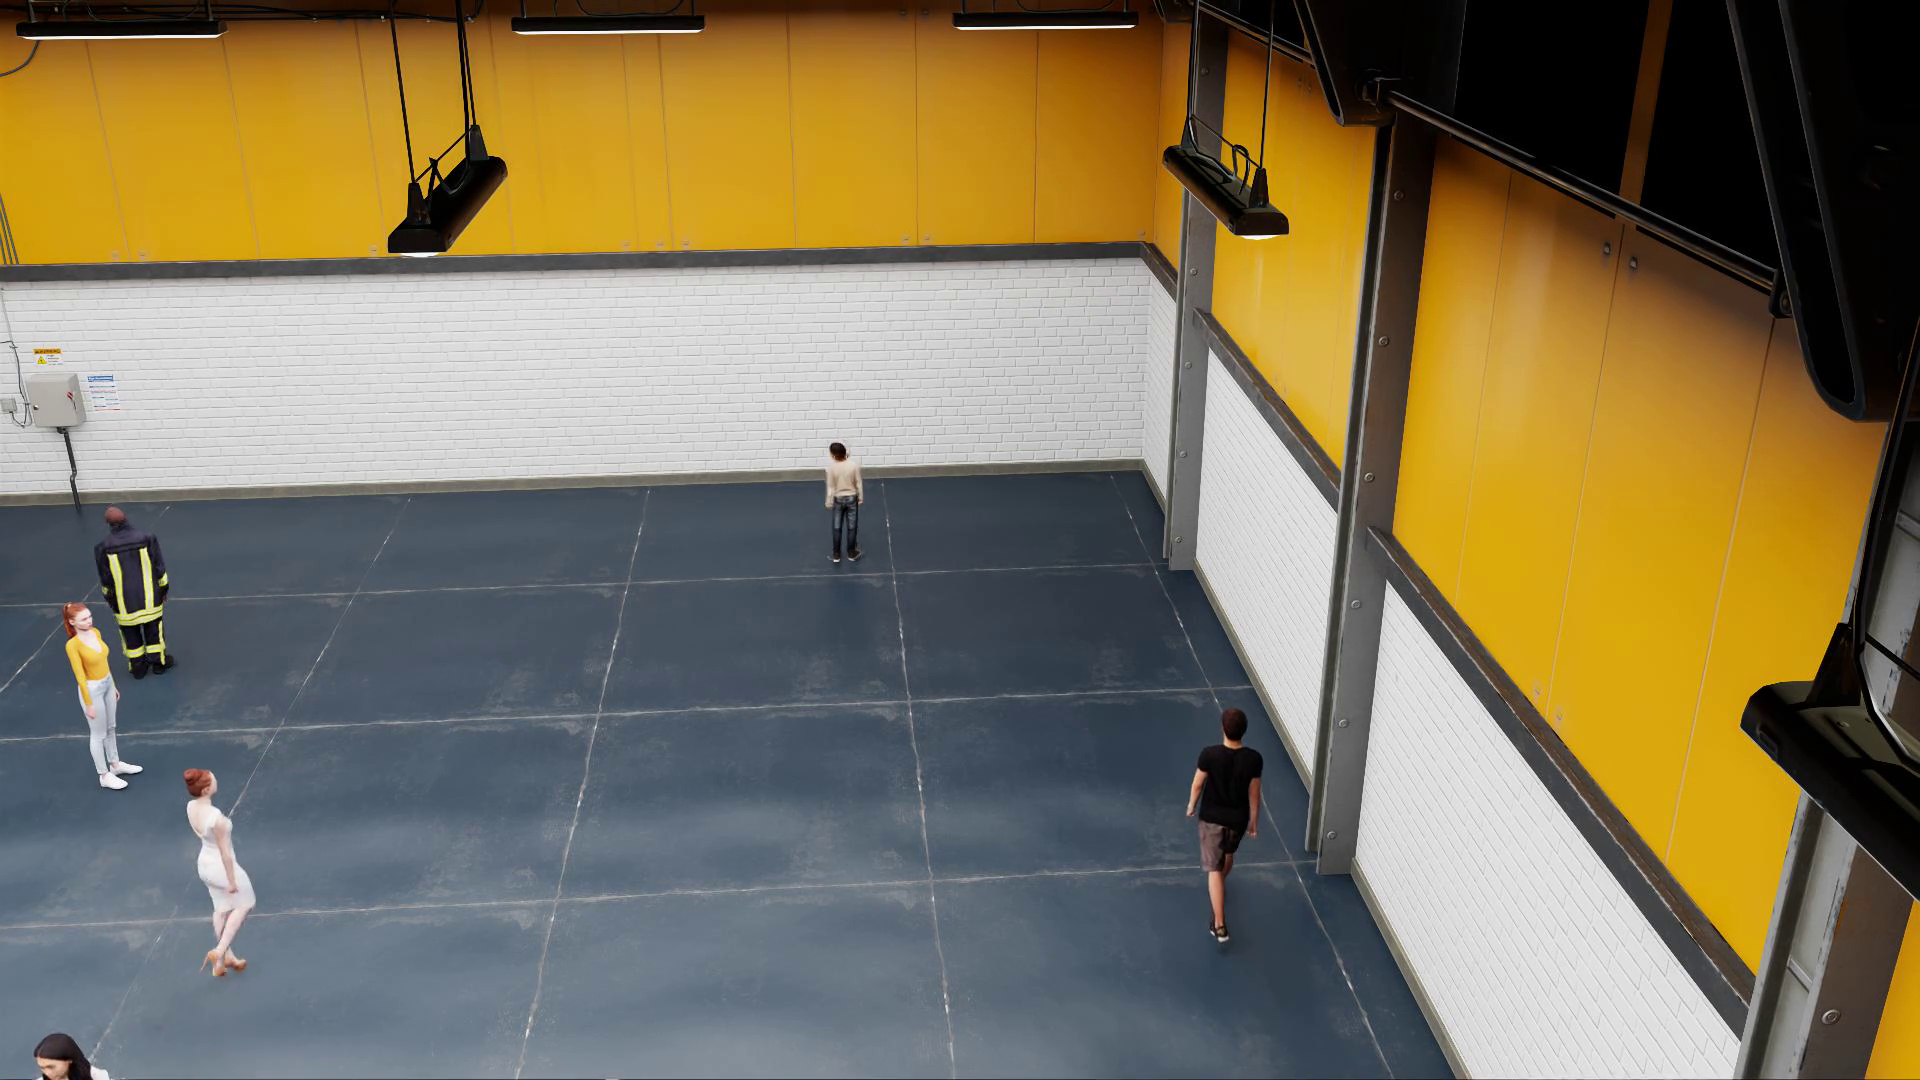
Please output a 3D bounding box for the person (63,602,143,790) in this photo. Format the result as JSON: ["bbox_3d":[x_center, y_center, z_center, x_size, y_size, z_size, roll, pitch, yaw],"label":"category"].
[{"bbox_3d":[-7.585,1.347,14.610,0.688,1.751,0.543,2,24,4],"label":"person"}]

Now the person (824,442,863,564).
[{"bbox_3d":[-1.322,-0.447,19.086,0.597,1.452,0.516,2,24,4],"label":"person"}]

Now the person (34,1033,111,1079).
[{"bbox_3d":[-5.027,3.533,9.682,0.690,1.692,1.162,-1,24,-1],"label":"person"}]

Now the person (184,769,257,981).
[{"bbox_3d":[-5.446,2.459,12.026,0.771,1.783,0.840,14,27,29],"label":"person"}]

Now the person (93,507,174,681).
[{"bbox_3d":[-8.185,0.493,16.484,0.861,1.814,0.846,-8,25,-18],"label":"person"}]

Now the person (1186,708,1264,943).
[{"bbox_3d":[2.004,2.176,12.630,0.721,1.817,1.202,0,24,-1],"label":"person"}]
